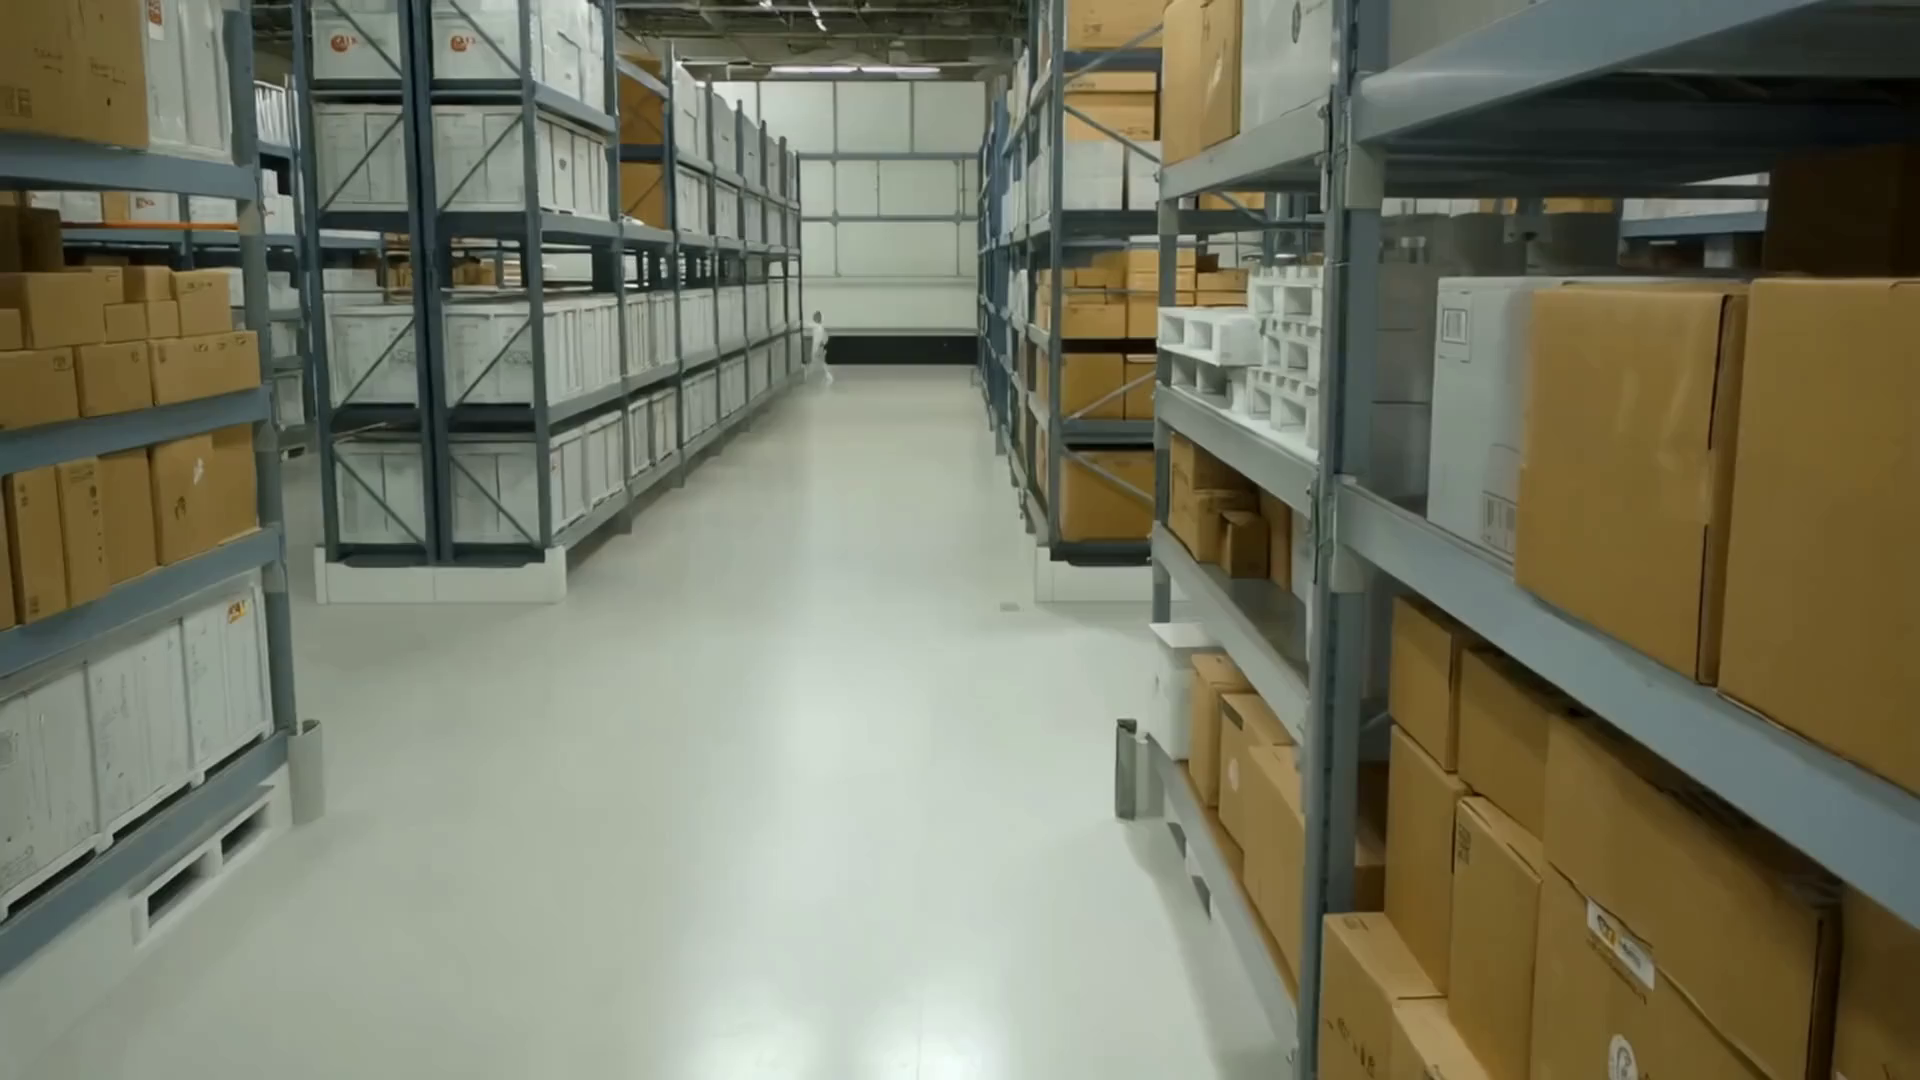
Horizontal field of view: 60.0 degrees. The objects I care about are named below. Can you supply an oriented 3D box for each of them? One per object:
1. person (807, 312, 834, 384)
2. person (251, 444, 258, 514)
[{"bbox_3d":[-3.778,-5.068,43.957,0.980,1.883,0.565,0,9,2],"label":"person"},{"bbox_3d":[-6.949,-0.407,15.925,0.481,1.713,0.829,-3,10,-16],"label":"person"}]
